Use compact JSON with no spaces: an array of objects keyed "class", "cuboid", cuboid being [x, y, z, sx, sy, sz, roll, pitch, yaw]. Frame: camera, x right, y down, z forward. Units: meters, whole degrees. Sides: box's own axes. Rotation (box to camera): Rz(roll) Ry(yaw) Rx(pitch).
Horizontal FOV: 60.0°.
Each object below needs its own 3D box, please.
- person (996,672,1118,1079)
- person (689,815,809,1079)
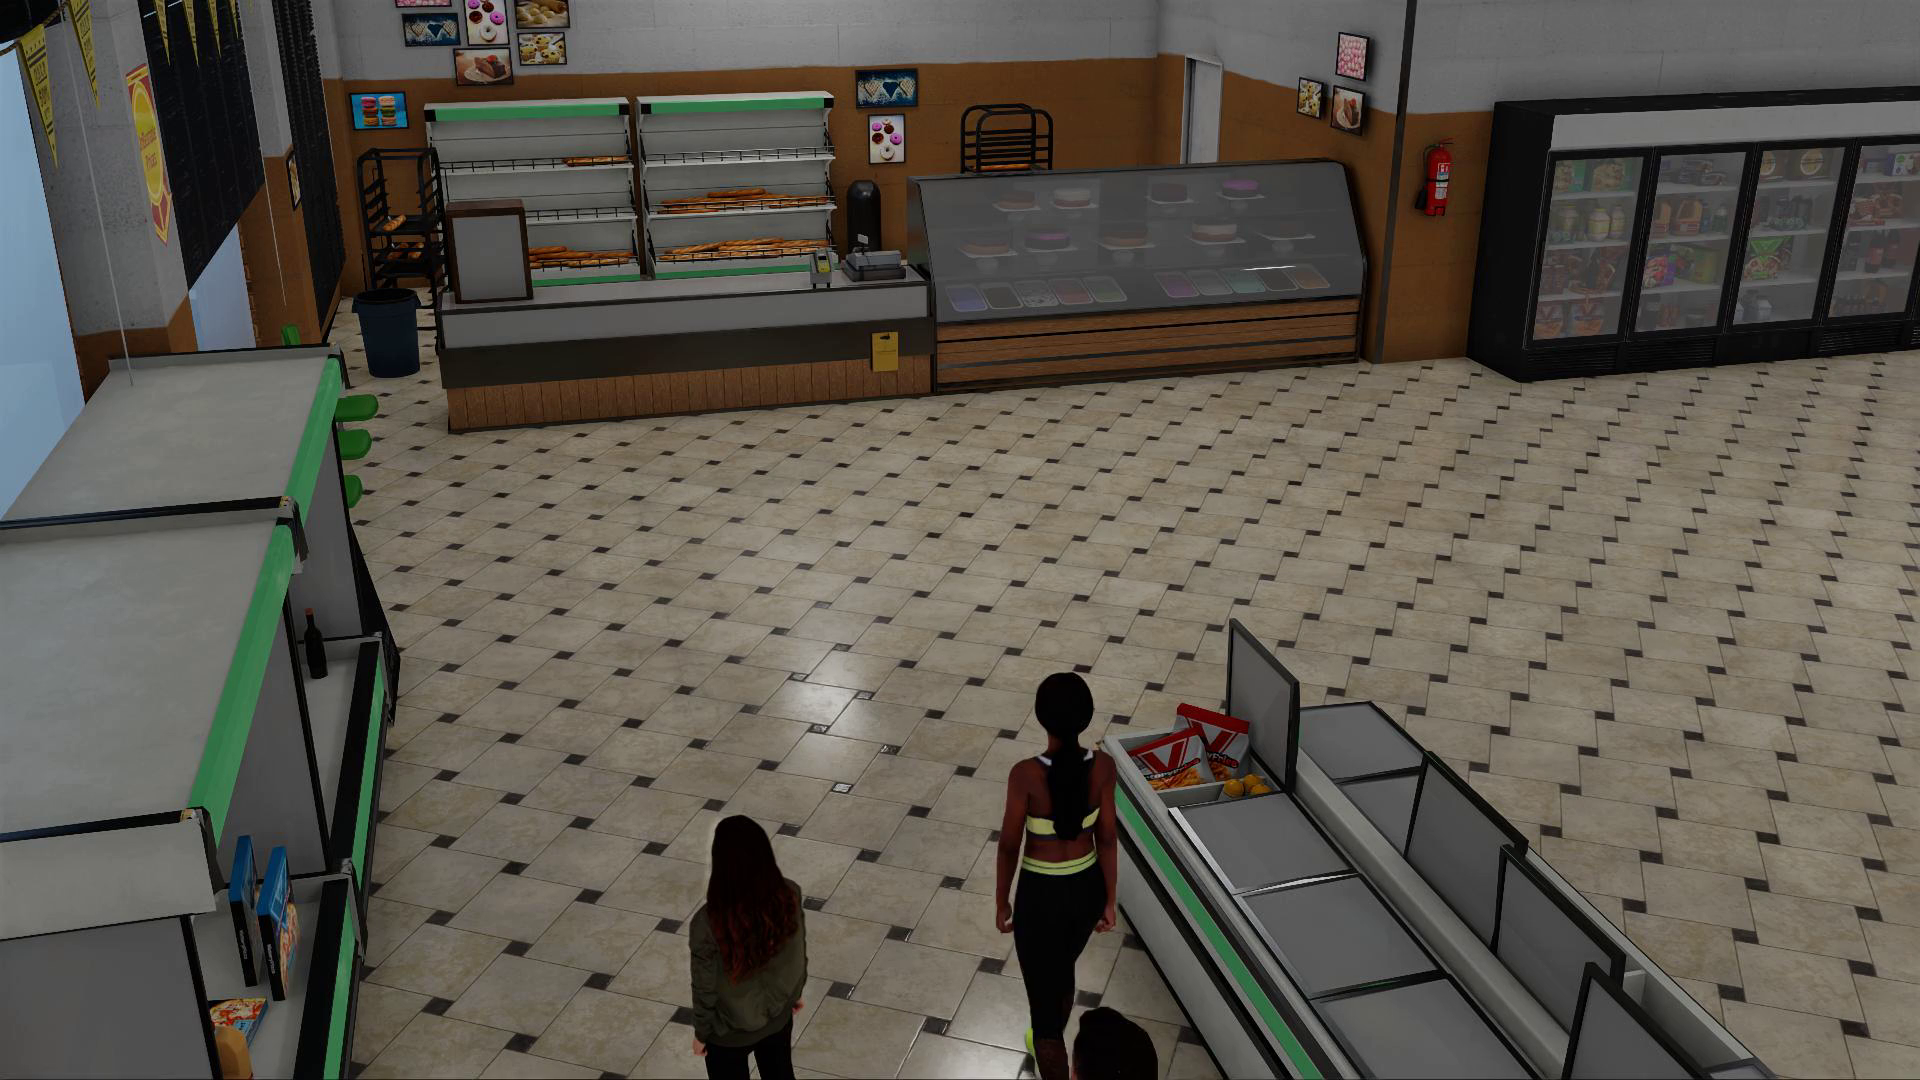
[{"class":"person","cuboid":[0.354,1.299,5.622,0.583,1.724,1.100,-5,22,-12]},{"class":"person","cuboid":[-0.677,1.536,5.365,0.649,1.476,0.642,-17,27,-36]}]
